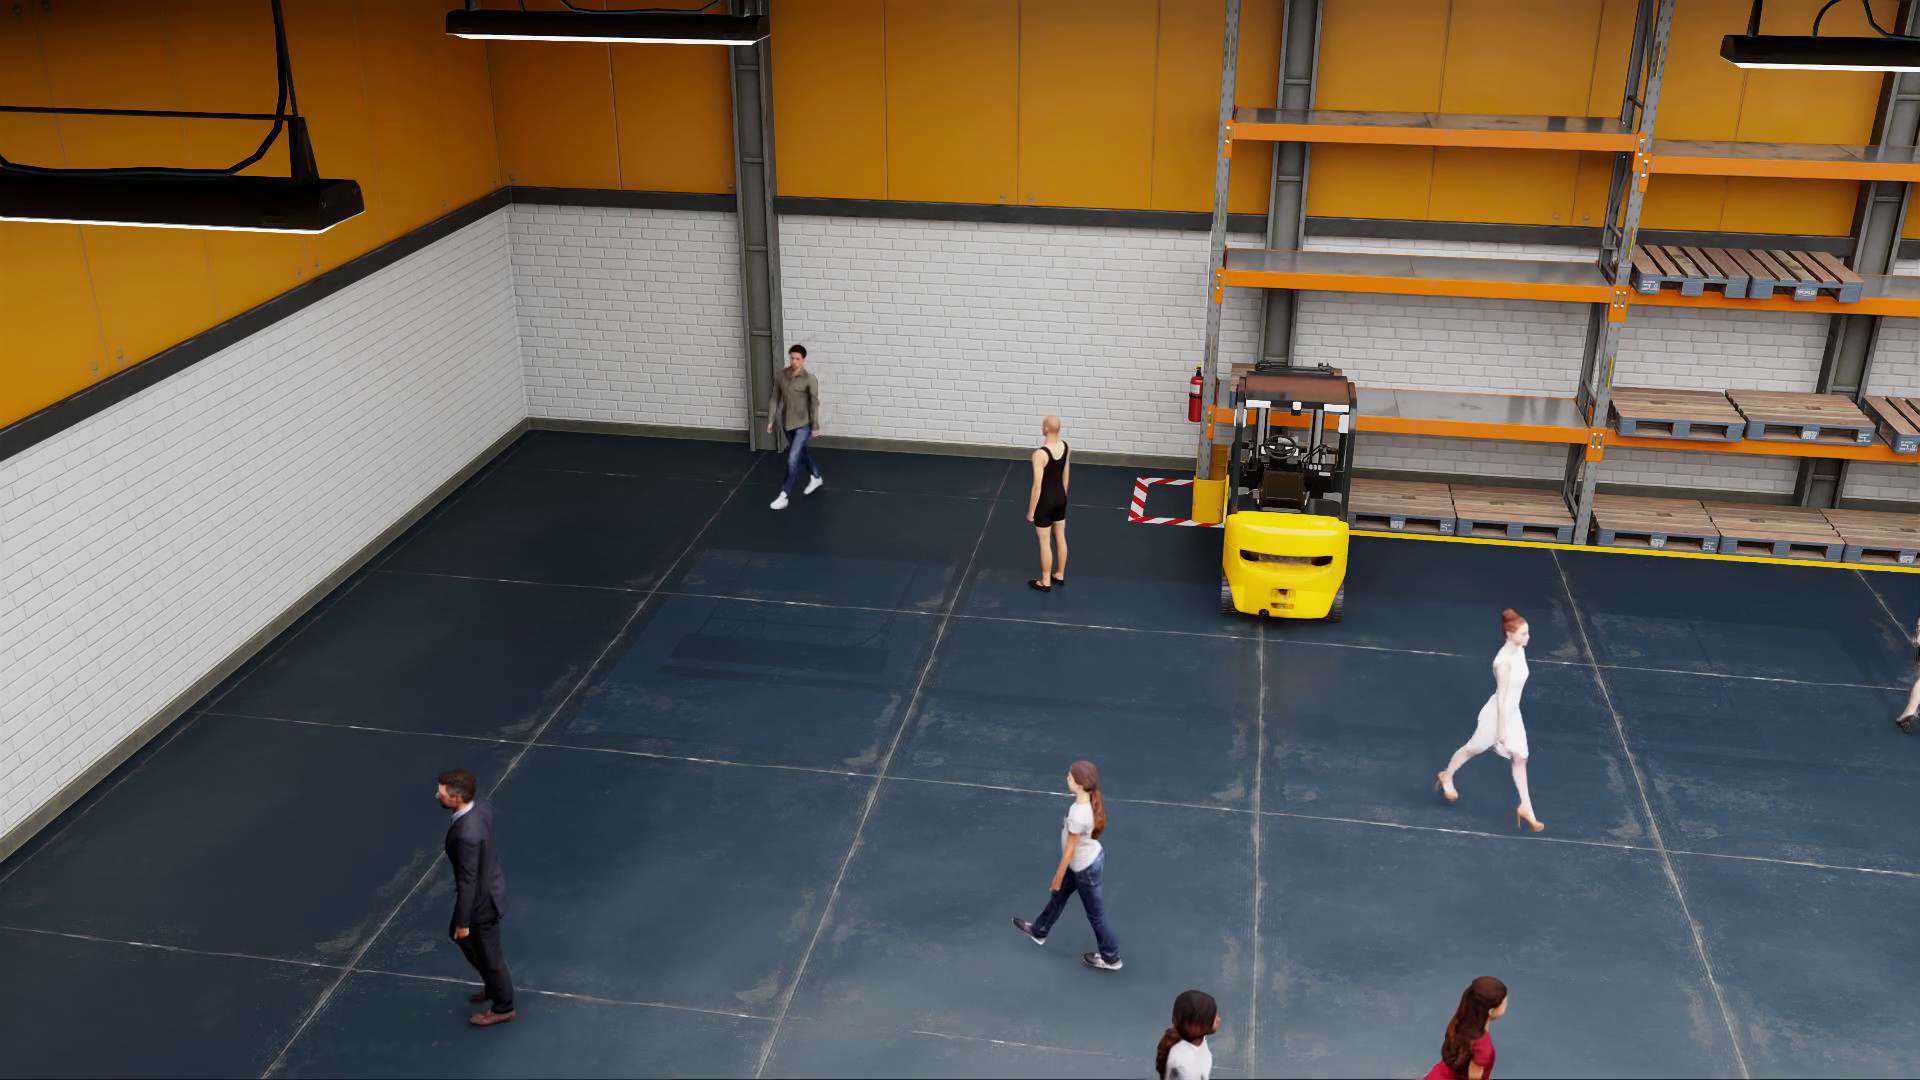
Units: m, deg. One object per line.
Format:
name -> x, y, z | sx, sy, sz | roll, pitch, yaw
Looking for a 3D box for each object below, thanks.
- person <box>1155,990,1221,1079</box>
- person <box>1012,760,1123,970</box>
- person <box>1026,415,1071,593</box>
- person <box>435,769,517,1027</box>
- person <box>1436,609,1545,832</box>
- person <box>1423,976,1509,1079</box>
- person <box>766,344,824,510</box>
person -> 1.061, 3.070, 8.648 | 1.031, 1.690, 0.640 | 6, 24, 13
person -> 0.876, 2.165, 10.929 | 1.059, 1.522, 0.675 | 8, 25, 18
person -> 0.891, -0.369, 16.359 | 0.714, 1.816, 0.731 | -21, 31, -39
person -> -2.920, 2.229, 10.368 | 0.770, 1.854, 0.760 | -4, 24, -9
person -> 3.975, 1.342, 12.541 | 1.185, 1.739, 0.964 | 19, 30, 37
person -> 2.607, 3.024, 8.989 | 1.084, 1.503, 0.788 | -5, 24, -12
person -> -1.759, -1.302, 18.484 | 1.243, 1.824, 1.090 | 15, 28, 31
